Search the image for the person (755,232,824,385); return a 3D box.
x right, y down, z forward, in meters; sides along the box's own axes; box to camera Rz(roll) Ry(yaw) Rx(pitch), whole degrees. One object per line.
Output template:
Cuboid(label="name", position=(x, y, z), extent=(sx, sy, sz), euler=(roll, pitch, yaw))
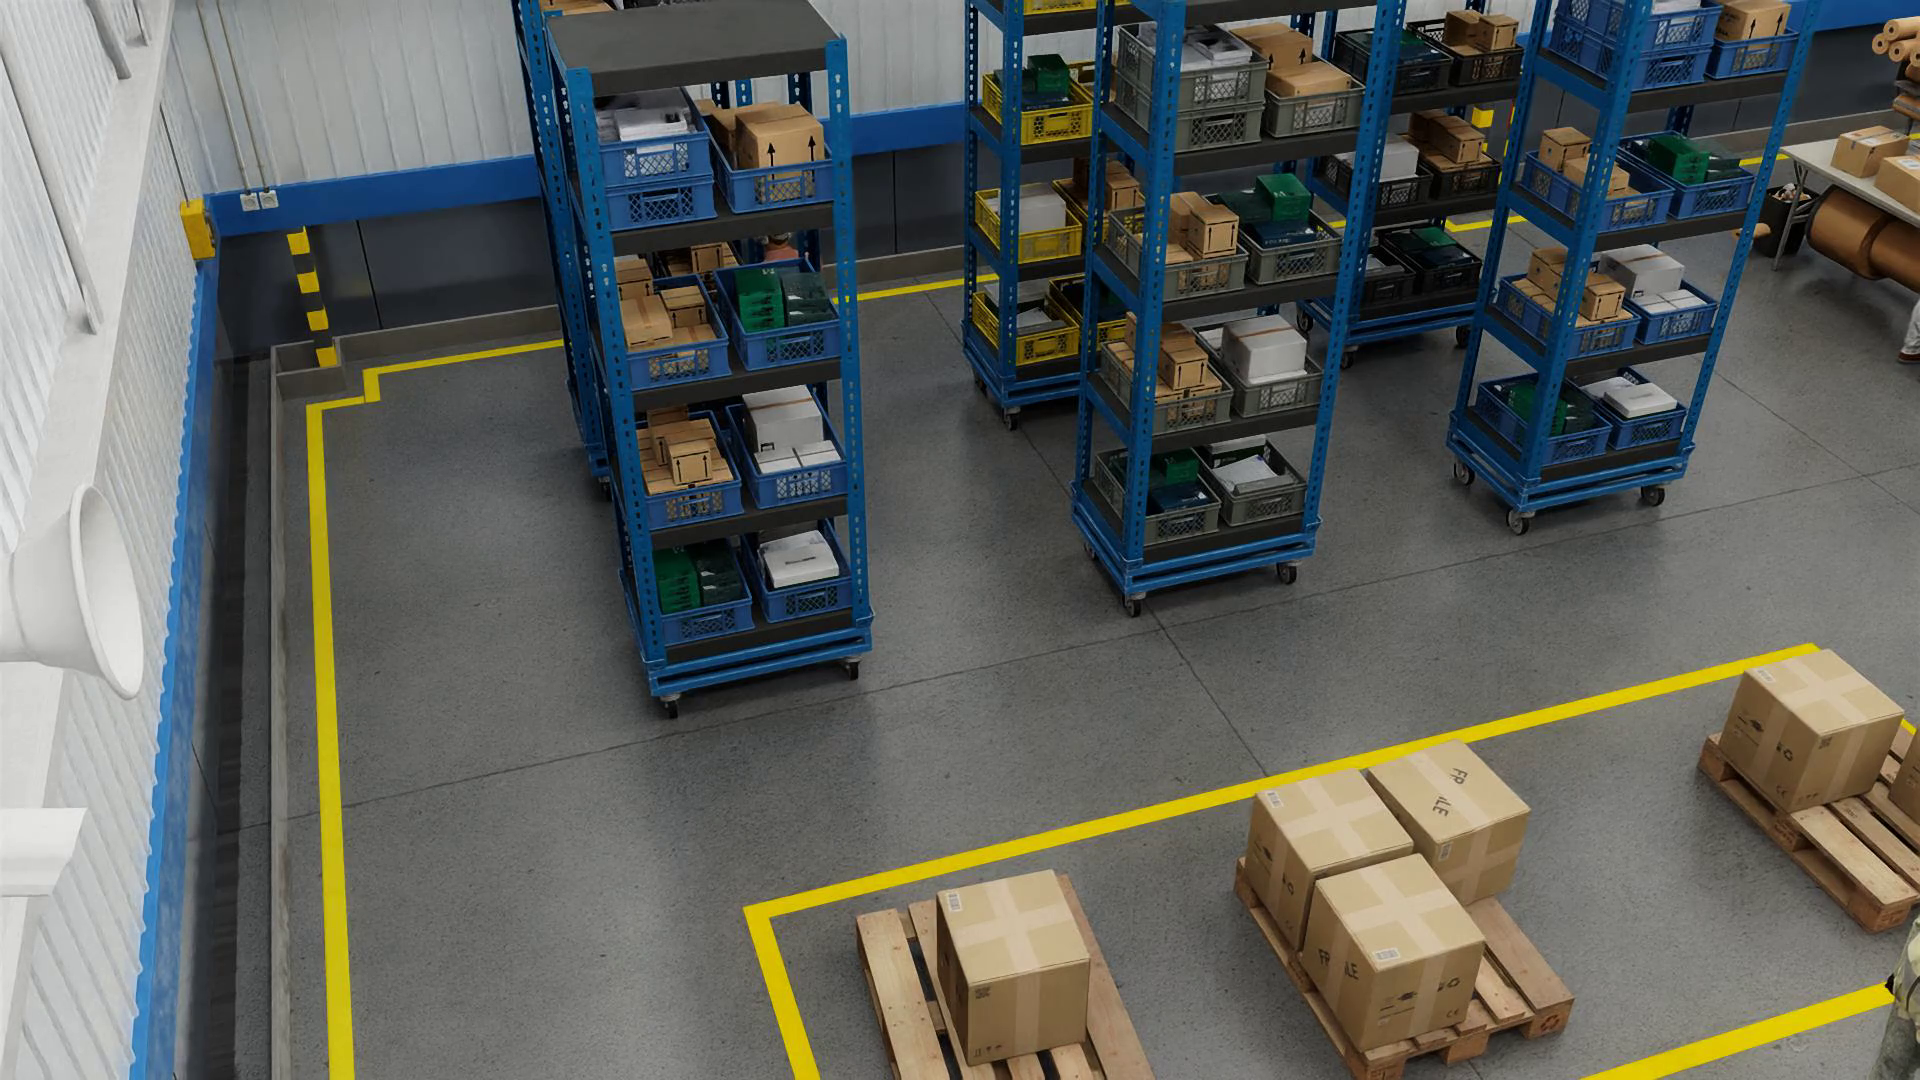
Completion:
Cuboid(label="person", position=(-1.088, -1.159, 10.208), extent=(0.625, 1.980, 0.411), euler=(-29, 44, -35))

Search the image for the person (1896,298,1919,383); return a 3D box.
Cuboid(label="person", position=(6.960, -1.995, 11.437), extent=(0.383, 1.931, 0.626), euler=(-2, 35, -3))
